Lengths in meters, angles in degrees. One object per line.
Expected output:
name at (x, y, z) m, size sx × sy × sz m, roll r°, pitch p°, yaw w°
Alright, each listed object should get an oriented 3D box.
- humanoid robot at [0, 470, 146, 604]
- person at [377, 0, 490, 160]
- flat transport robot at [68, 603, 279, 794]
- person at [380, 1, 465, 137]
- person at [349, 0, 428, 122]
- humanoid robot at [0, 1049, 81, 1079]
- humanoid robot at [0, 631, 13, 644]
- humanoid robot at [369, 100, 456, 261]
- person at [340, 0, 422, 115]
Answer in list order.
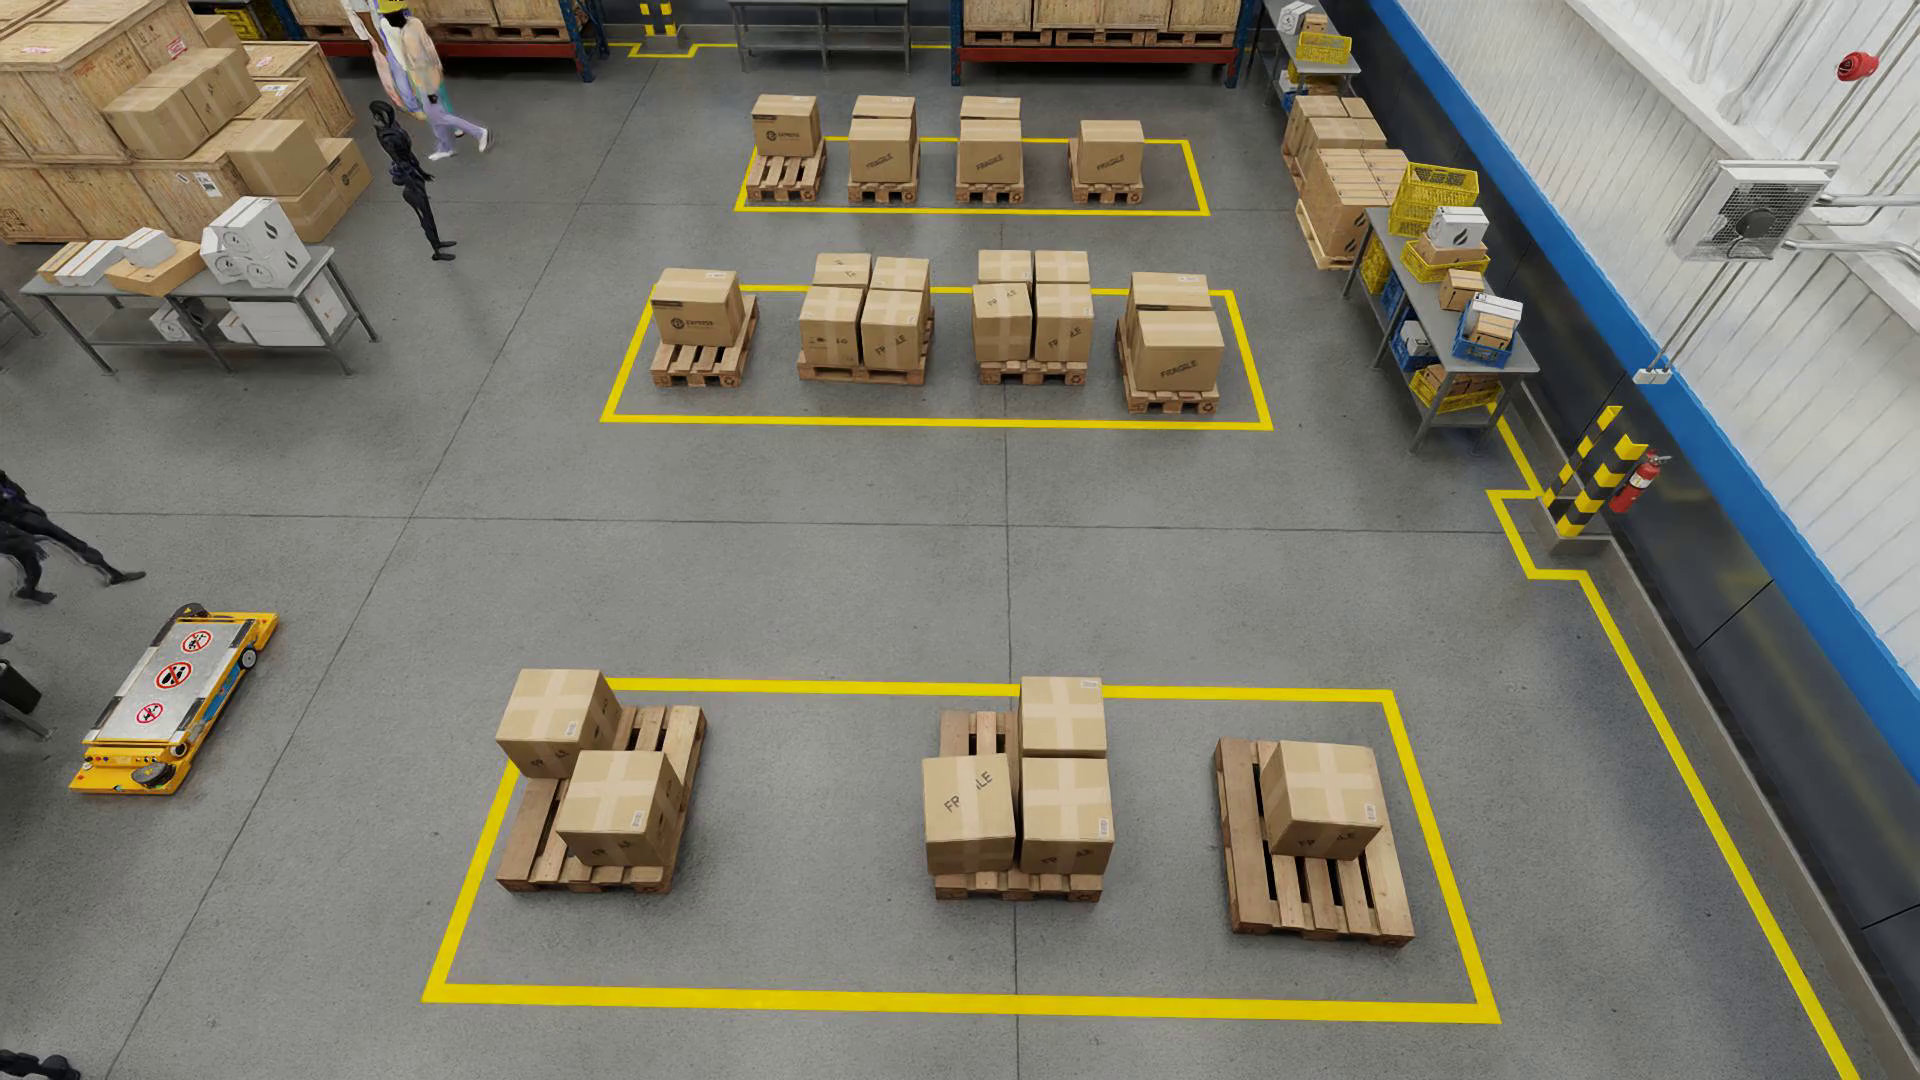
humanoid robot at (-6.864, -0.125, 6.583) m, size 0.782 × 1.632 × 0.582 m, roll -8°, pitch 50°, yaw -7°
person at (-6.347, -5.527, 10.975) m, size 0.715 × 1.906 × 0.595 m, roll -22°, pitch 53°, yaw -18°
flat transport robot at (-5.504, 1.072, 6.442) m, size 0.652 × 0.197 × 1.431 m, roll 1°, pitch 50°, yaw 1°
person at (-6.696, -5.908, 11.384) m, size 0.523 × 1.769 × 0.314 m, roll 0°, pitch 50°, yaw 0°
person at (-7.162, -6.454, 11.669) m, size 0.538 × 2.000 × 0.682 m, roll 15°, pitch 51°, yaw 13°
humanoid robot at (-5.039, 2.479, 4.344) m, size 0.348 × 1.649 × 0.570 m, roll 20°, pitch 53°, yaw 16°
humanoid robot at (-7.181, 0.247, 6.245) m, size 0.454 × 1.637 × 0.622 m, roll 23°, pitch 54°, yaw 19°
humanoid robot at (-5.745, -3.779, 9.635) m, size 0.318 × 1.652 × 0.603 m, roll -12°, pitch 51°, yaw -10°
person at (-7.502, -6.557, 11.787) m, size 0.377 × 1.993 × 0.609 m, roll 10°, pitch 51°, yaw 9°
